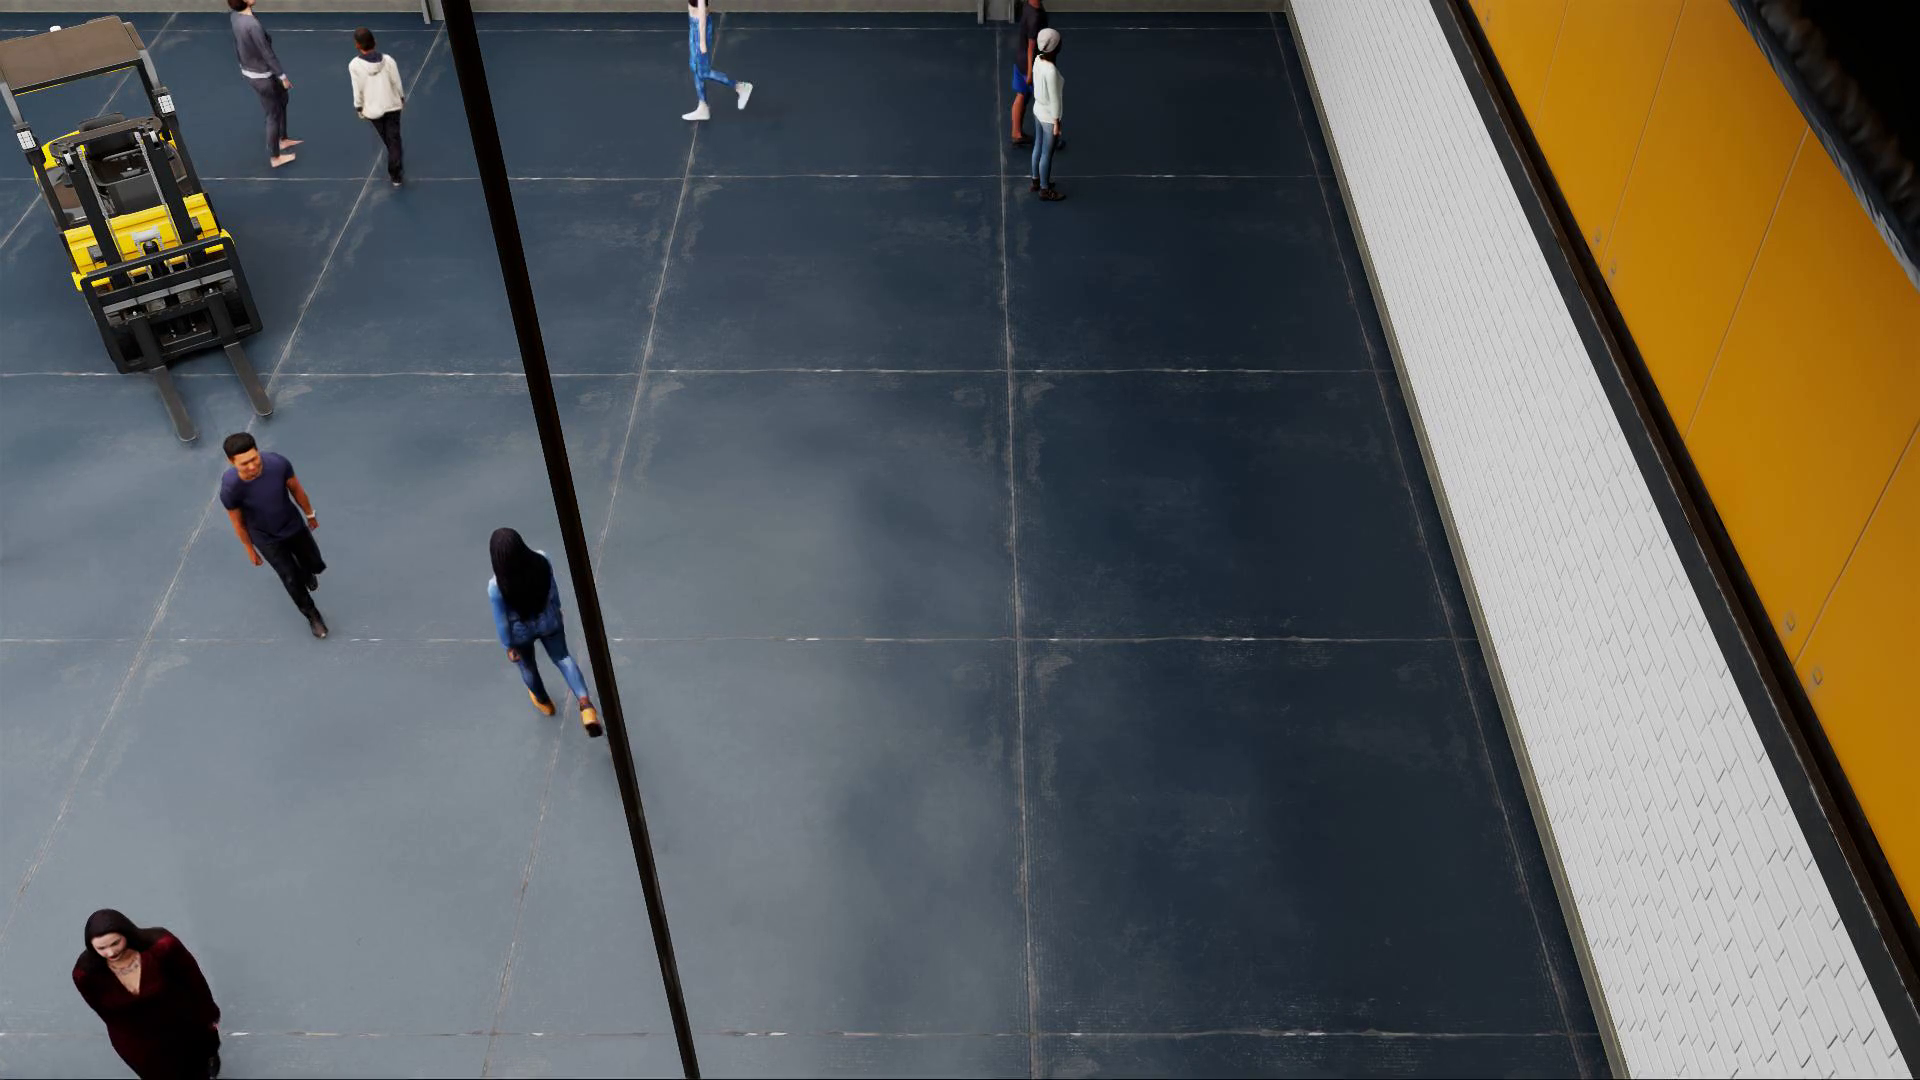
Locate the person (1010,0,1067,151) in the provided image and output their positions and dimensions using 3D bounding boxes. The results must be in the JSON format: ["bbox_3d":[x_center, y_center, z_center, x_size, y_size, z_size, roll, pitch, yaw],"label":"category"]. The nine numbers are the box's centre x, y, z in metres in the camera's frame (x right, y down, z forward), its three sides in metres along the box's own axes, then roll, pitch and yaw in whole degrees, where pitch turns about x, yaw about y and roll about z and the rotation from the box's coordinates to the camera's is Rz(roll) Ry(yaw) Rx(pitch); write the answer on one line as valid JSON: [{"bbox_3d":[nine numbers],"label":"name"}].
[{"bbox_3d":[0.581,-4.469,15.556,0.768,1.774,0.629,-4,44,-4],"label":"person"}]

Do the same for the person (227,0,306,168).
[{"bbox_3d":[-6.532,-4.270,15.364,0.798,1.752,0.862,33,52,29],"label":"person"}]

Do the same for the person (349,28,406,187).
[{"bbox_3d":[-5.294,-3.925,15.248,0.903,1.413,0.738,-8,44,-8],"label":"person"}]

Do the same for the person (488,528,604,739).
[{"bbox_3d":[-2.580,0.601,10.294,1.021,1.694,1.054,-32,52,-29],"label":"person"}]

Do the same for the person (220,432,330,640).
[{"bbox_3d":[-4.527,-0.103,10.978,0.937,1.768,0.985,-33,52,-30],"label":"person"}]

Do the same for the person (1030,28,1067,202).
[{"bbox_3d":[0.789,-3.846,14.997,0.607,1.645,0.629,-14,45,-14],"label":"person"}]

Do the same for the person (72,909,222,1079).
[{"bbox_3d":[-4.073,2.336,8.456,1.102,1.716,1.051,-21,47,-20],"label":"person"}]

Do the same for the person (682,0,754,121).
[{"bbox_3d":[-2.389,-4.834,15.944,0.997,1.769,0.722,-10,44,-10],"label":"person"}]
